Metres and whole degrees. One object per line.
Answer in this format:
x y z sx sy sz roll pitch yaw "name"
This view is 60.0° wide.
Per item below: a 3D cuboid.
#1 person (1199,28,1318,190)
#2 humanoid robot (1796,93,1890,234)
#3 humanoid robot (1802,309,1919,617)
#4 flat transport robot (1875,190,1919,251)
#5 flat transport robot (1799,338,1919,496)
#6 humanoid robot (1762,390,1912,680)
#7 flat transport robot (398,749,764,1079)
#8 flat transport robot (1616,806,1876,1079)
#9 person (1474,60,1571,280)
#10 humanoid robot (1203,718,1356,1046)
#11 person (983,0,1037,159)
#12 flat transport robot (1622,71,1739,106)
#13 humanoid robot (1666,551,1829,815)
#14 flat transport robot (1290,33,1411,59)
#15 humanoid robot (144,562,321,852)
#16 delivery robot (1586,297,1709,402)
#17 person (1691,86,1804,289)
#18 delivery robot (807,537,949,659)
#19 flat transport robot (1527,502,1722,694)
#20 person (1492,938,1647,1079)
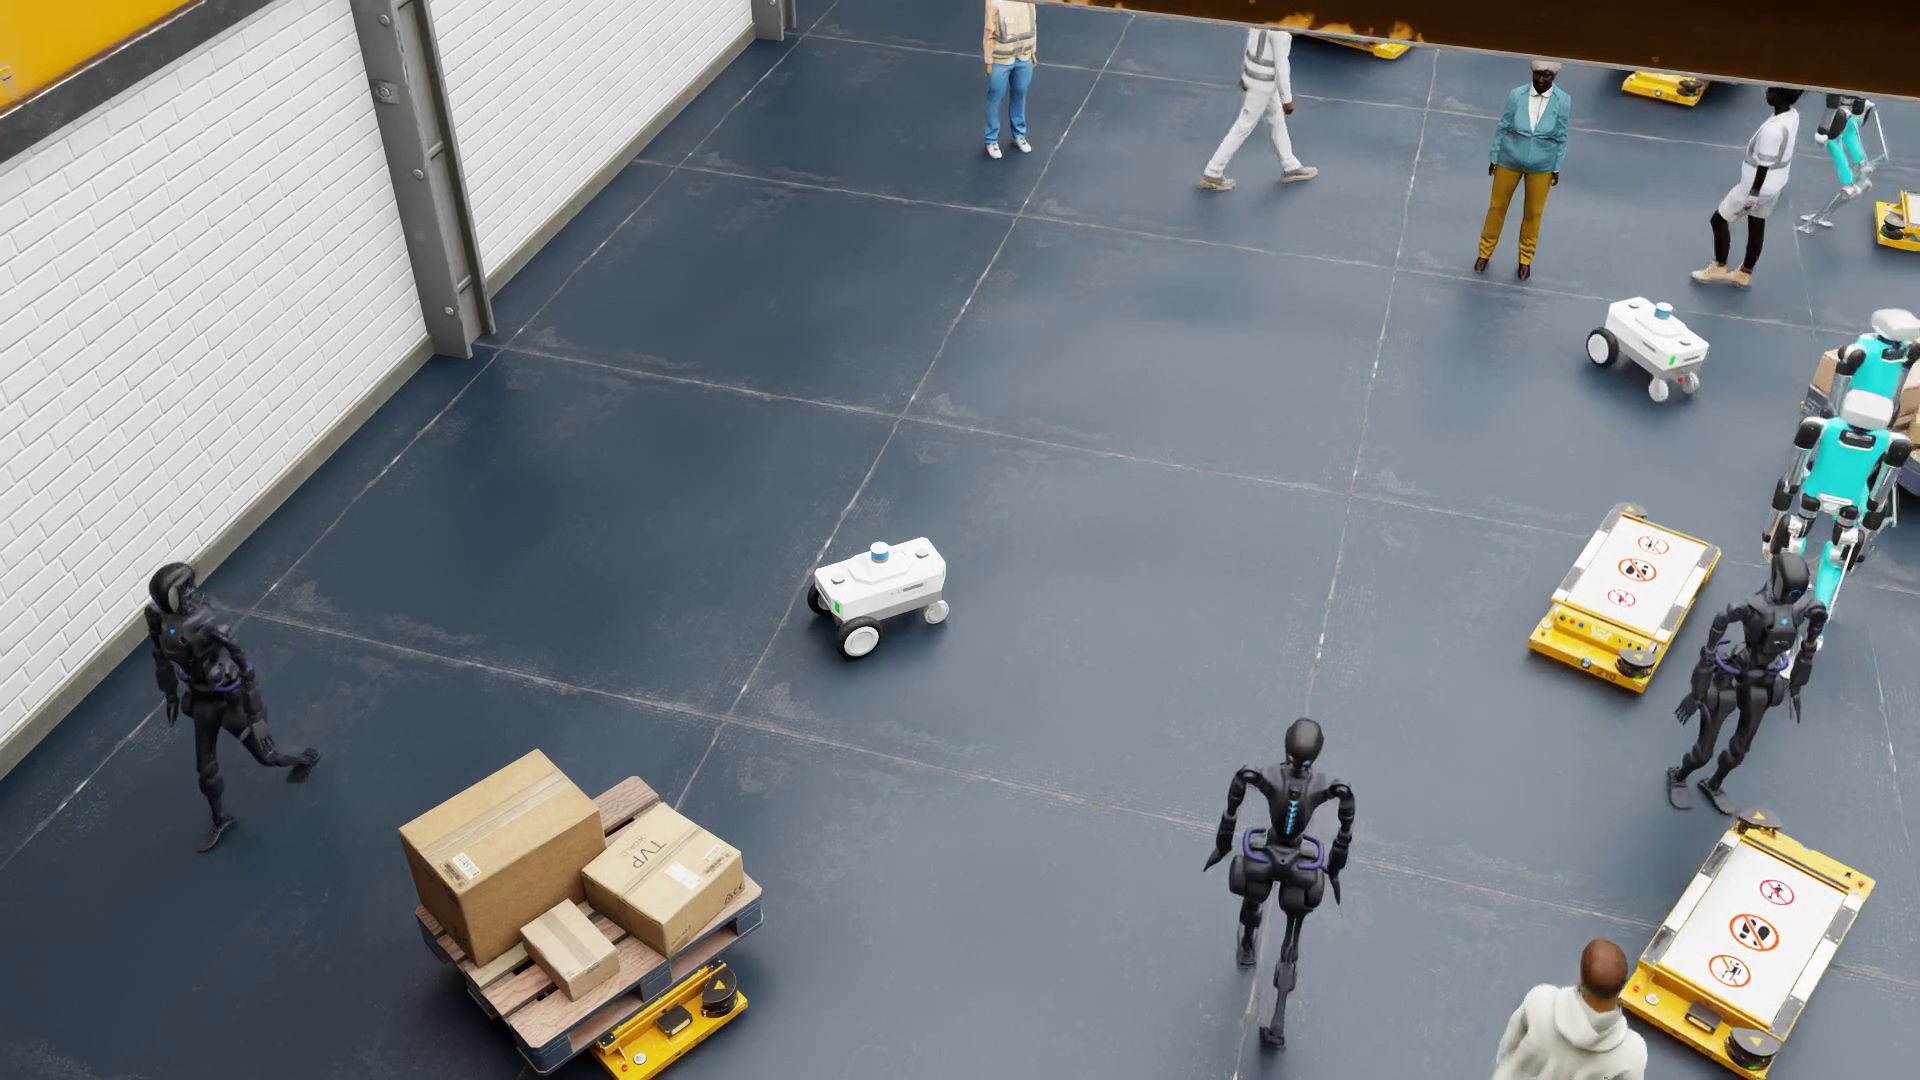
2.460 -3.669 13.328 1.023 1.828 0.586 -2 39 -3 "person"
6.899 -3.150 12.733 0.532 1.775 0.651 -24 45 -27 "humanoid robot"
5.074 -0.347 9.309 0.574 1.815 0.801 -8 40 -10 "humanoid robot"
7.957 -2.400 12.990 1.431 0.231 0.659 14 41 16 "flat transport robot"
6.216 -0.599 10.750 0.659 0.231 1.431 -14 41 -16 "flat transport robot"
4.453 0.107 8.656 0.530 1.743 0.718 14 41 17 "humanoid robot"
-1.679 1.866 7.684 0.659 0.231 1.431 -31 48 -32 "flat transport robot"
3.679 1.836 7.720 0.659 0.231 1.431 29 47 31 "flat transport robot"
4.159 -2.758 12.257 0.529 1.747 0.343 13 41 16 "person"
1.344 1.436 7.116 0.600 1.633 0.722 7 39 9 "humanoid robot"
0.405 -4.043 13.875 0.482 1.719 0.375 -19 42 -22 "person"
6.736 -4.447 15.536 0.659 0.231 1.431 23 44 26 "flat transport robot"
3.787 0.692 8.021 0.585 1.646 0.343 -2 39 -2 "humanoid robot"
3.738 -5.051 16.287 1.431 0.231 0.659 24 45 27 "flat transport robot"
-3.534 0.740 8.005 0.603 1.654 0.712 13 41 16 "humanoid robot"
4.770 -1.358 11.473 0.499 0.604 0.808 -14 41 -17 "delivery robot"
5.754 -2.624 12.133 0.530 1.678 0.554 27 46 29 "person"
-0.454 0.264 9.424 0.745 0.565 0.499 -17 42 -20 "delivery robot"
3.876 0.302 9.628 0.659 0.231 1.431 24 45 27 "flat transport robot"
2.184 2.144 6.162 0.546 1.741 0.413 29 47 31 "person"
